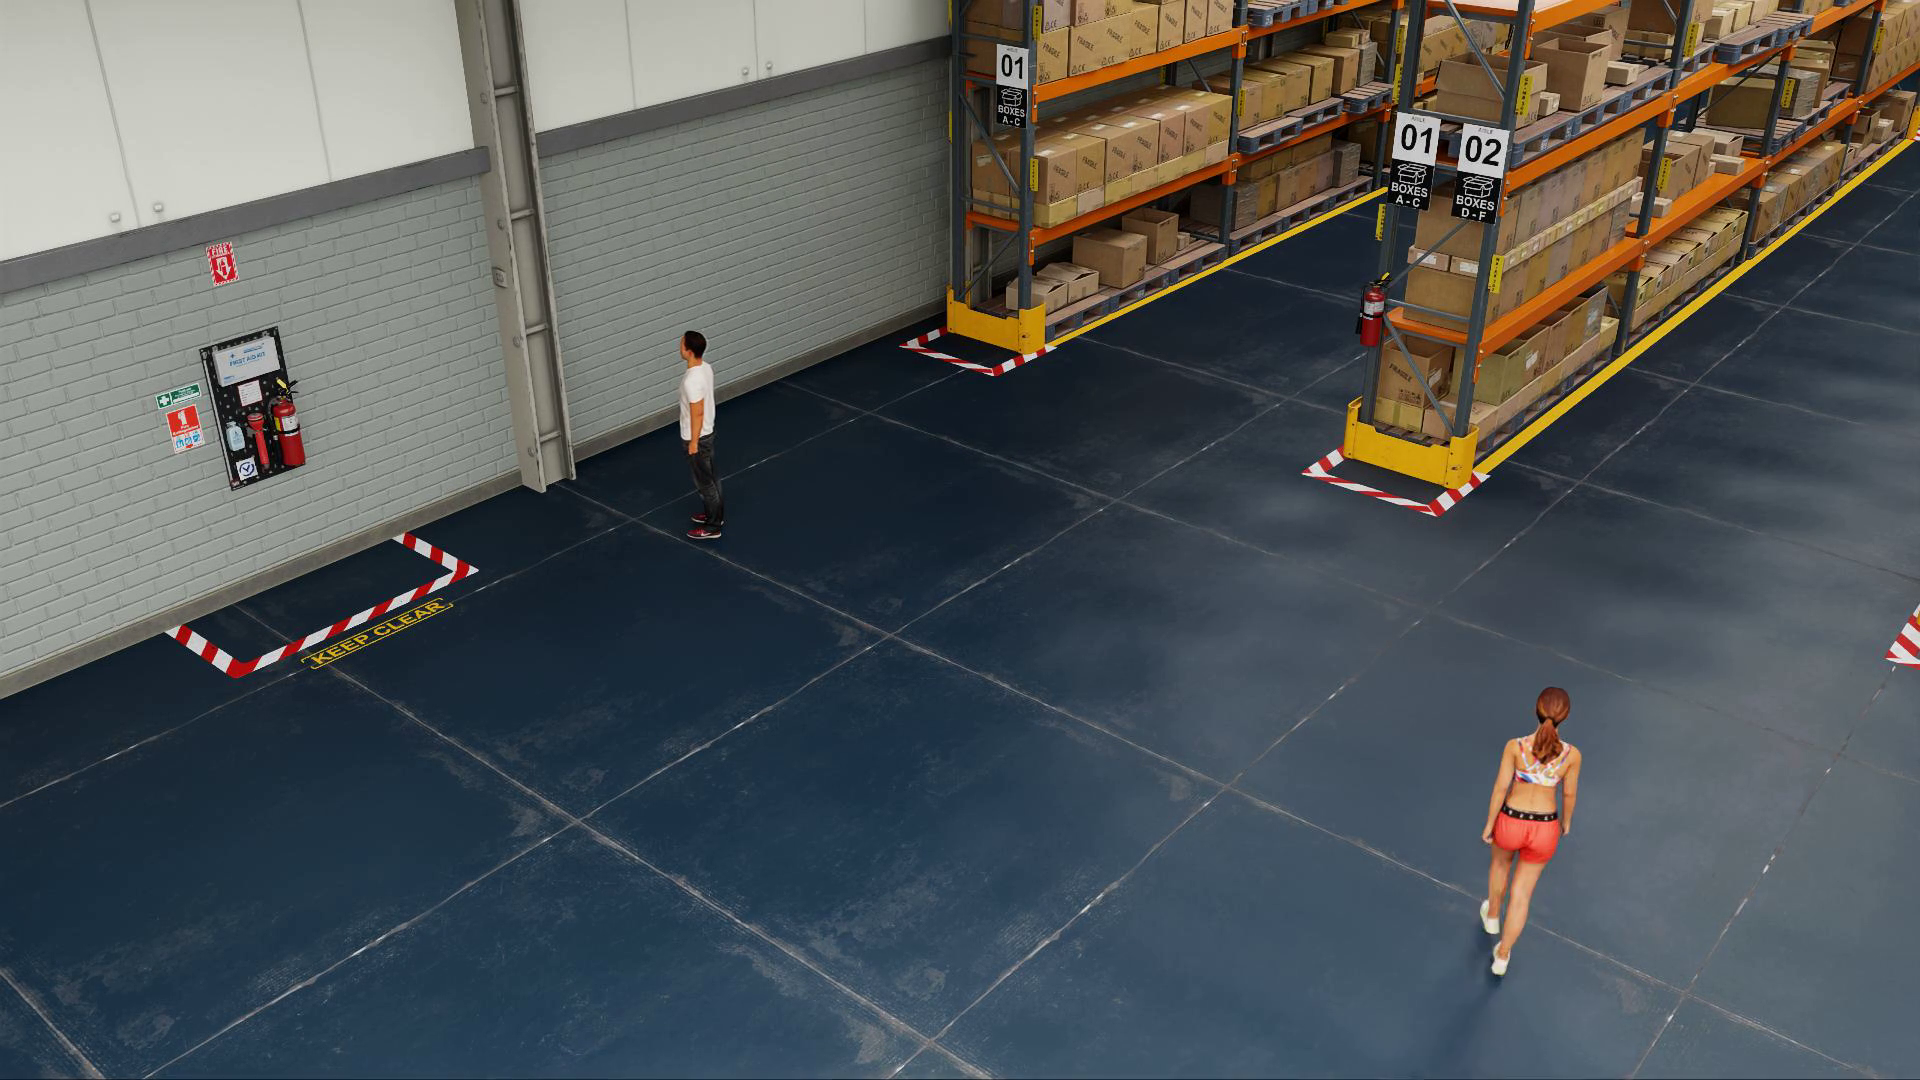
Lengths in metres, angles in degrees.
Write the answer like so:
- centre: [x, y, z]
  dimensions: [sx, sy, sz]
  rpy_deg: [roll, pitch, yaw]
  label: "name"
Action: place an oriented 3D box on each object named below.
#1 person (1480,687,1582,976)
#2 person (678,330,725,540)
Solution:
- centre: [3.094, 1.643, 9.099]
  dimensions: [0.797, 1.775, 0.921]
  rpy_deg: [8, 29, 14]
  label: "person"
- centre: [-2.156, -0.883, 13.812]
  dimensions: [0.780, 1.803, 0.685]
  rpy_deg: [1, 28, 2]
  label: "person"
